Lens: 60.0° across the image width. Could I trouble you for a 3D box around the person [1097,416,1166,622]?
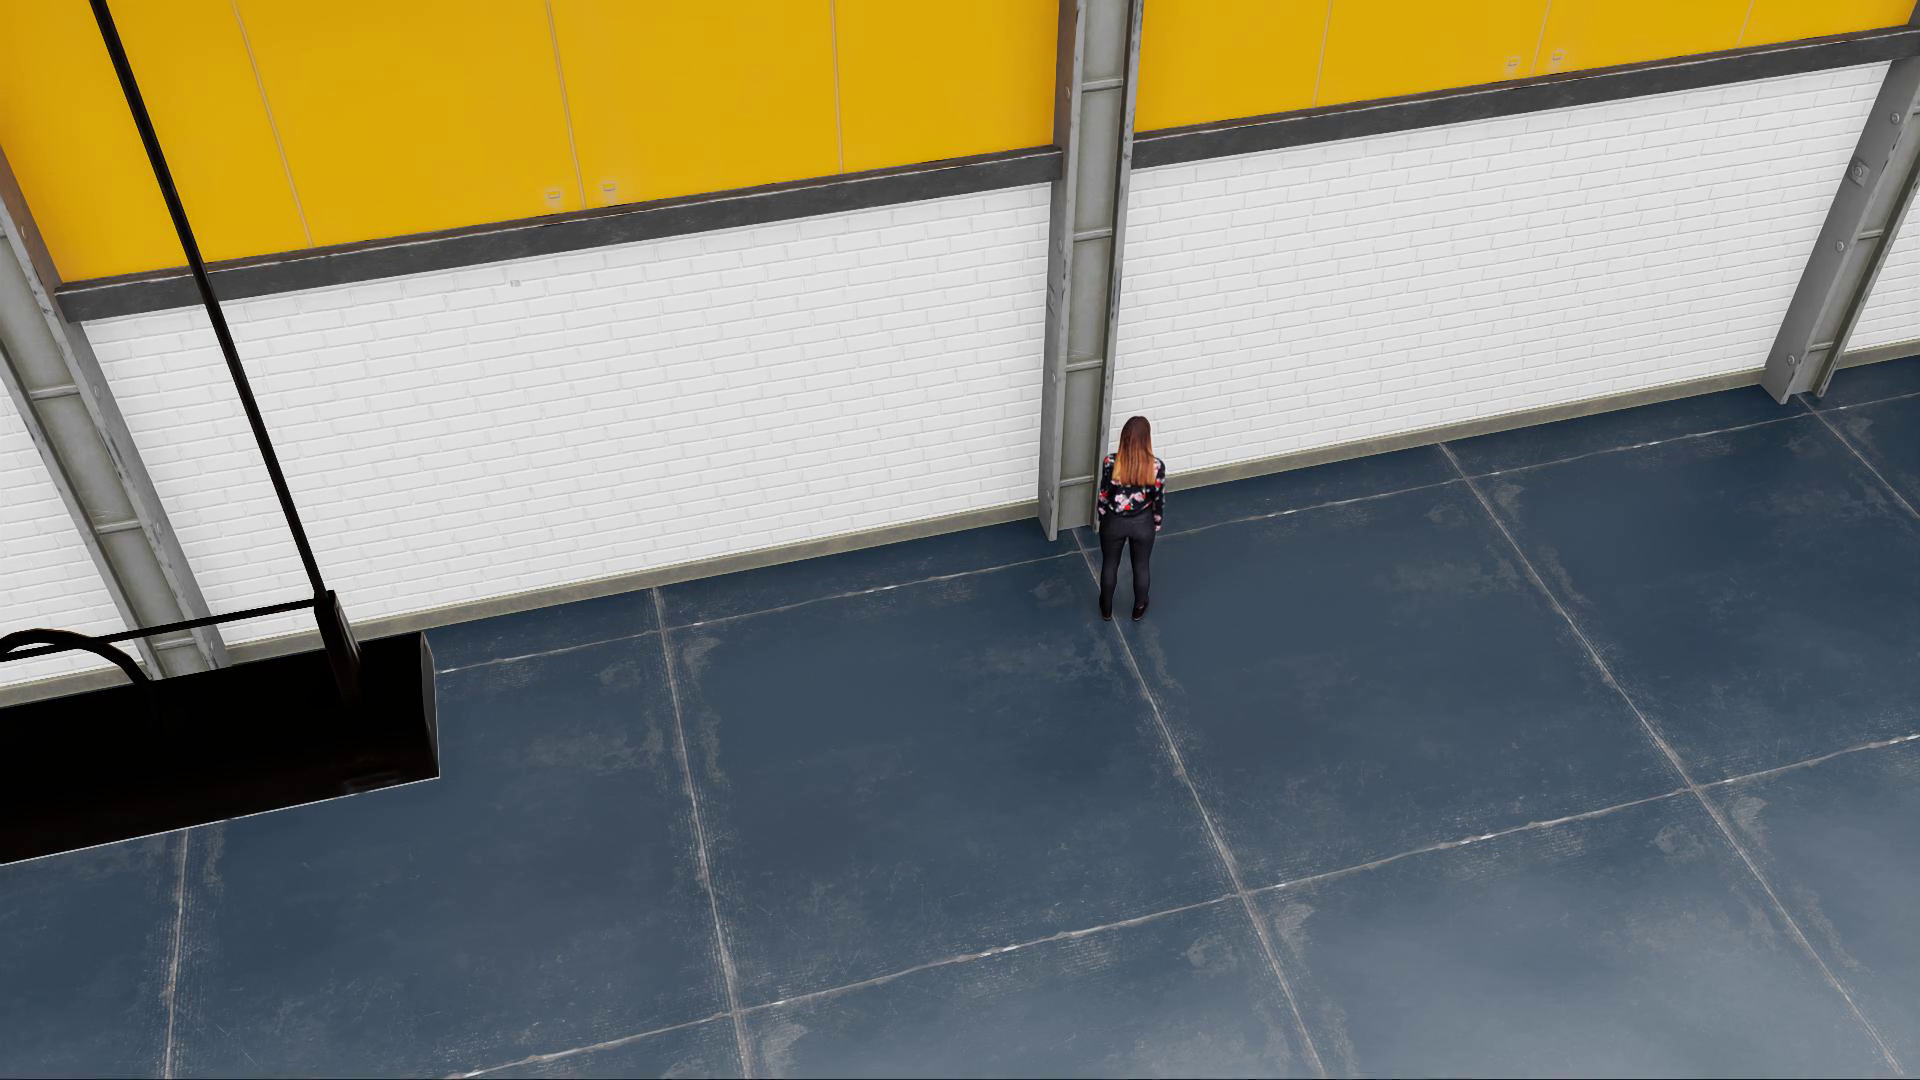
[{"bbox_3d":[1.098,-0.129,10.835,0.565,1.682,0.703,4,44,4],"label":"person"}]
